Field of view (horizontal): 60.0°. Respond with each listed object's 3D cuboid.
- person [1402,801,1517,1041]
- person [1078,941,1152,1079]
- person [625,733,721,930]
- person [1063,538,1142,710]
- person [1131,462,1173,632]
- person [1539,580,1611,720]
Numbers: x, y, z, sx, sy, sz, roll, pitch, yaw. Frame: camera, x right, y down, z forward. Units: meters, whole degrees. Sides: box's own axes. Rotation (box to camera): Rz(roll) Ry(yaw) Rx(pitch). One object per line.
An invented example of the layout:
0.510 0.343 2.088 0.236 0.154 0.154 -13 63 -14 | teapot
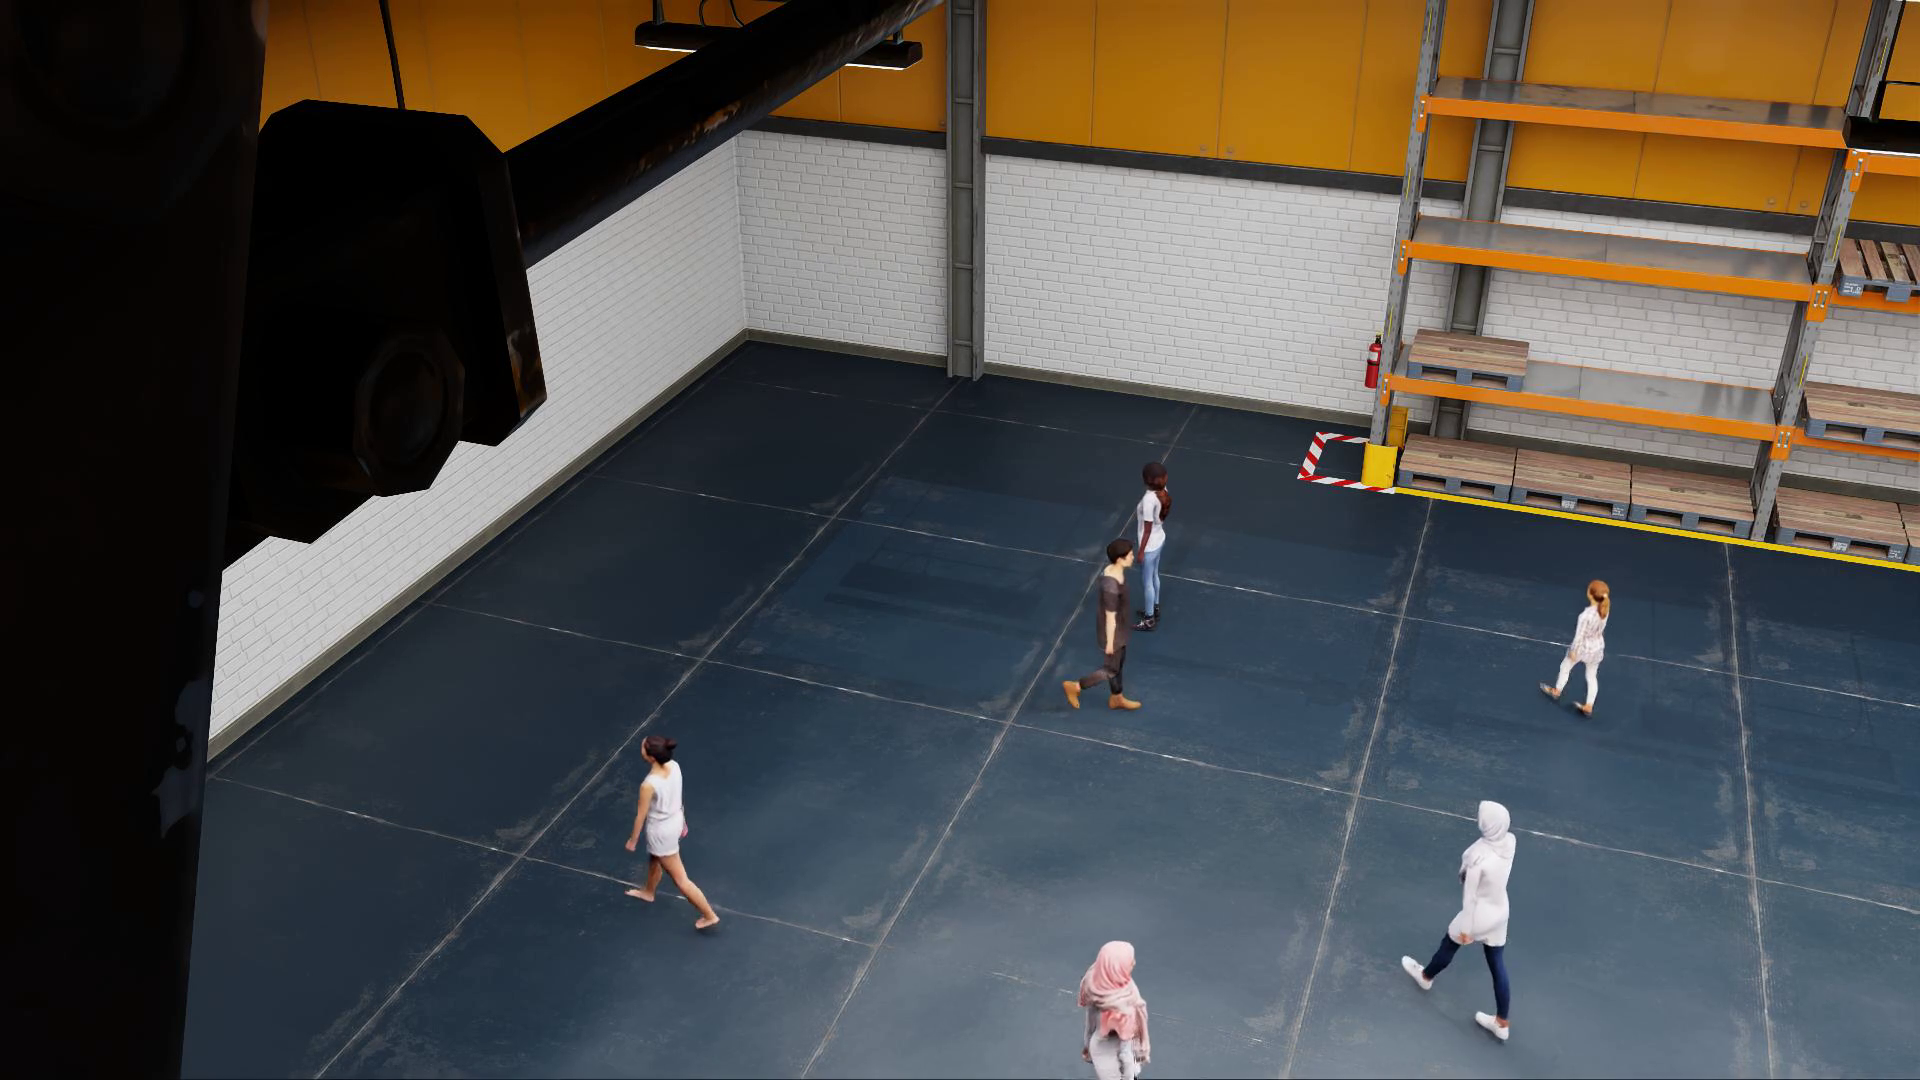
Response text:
3.522 2.535 10.975 1.050 1.730 1.176 -16 33 -27 | person
0.815 3.124 9.847 1.219 1.775 1.111 -10 30 -17 | person
-2.048 2.115 11.913 1.063 1.568 0.594 11 30 19 | person
1.237 0.751 14.275 0.976 1.701 0.742 4 29 7 | person
1.783 0.047 15.546 0.519 1.719 0.581 11 30 19 | person
5.448 0.964 14.312 0.790 1.292 0.846 -12 31 -21 | person
